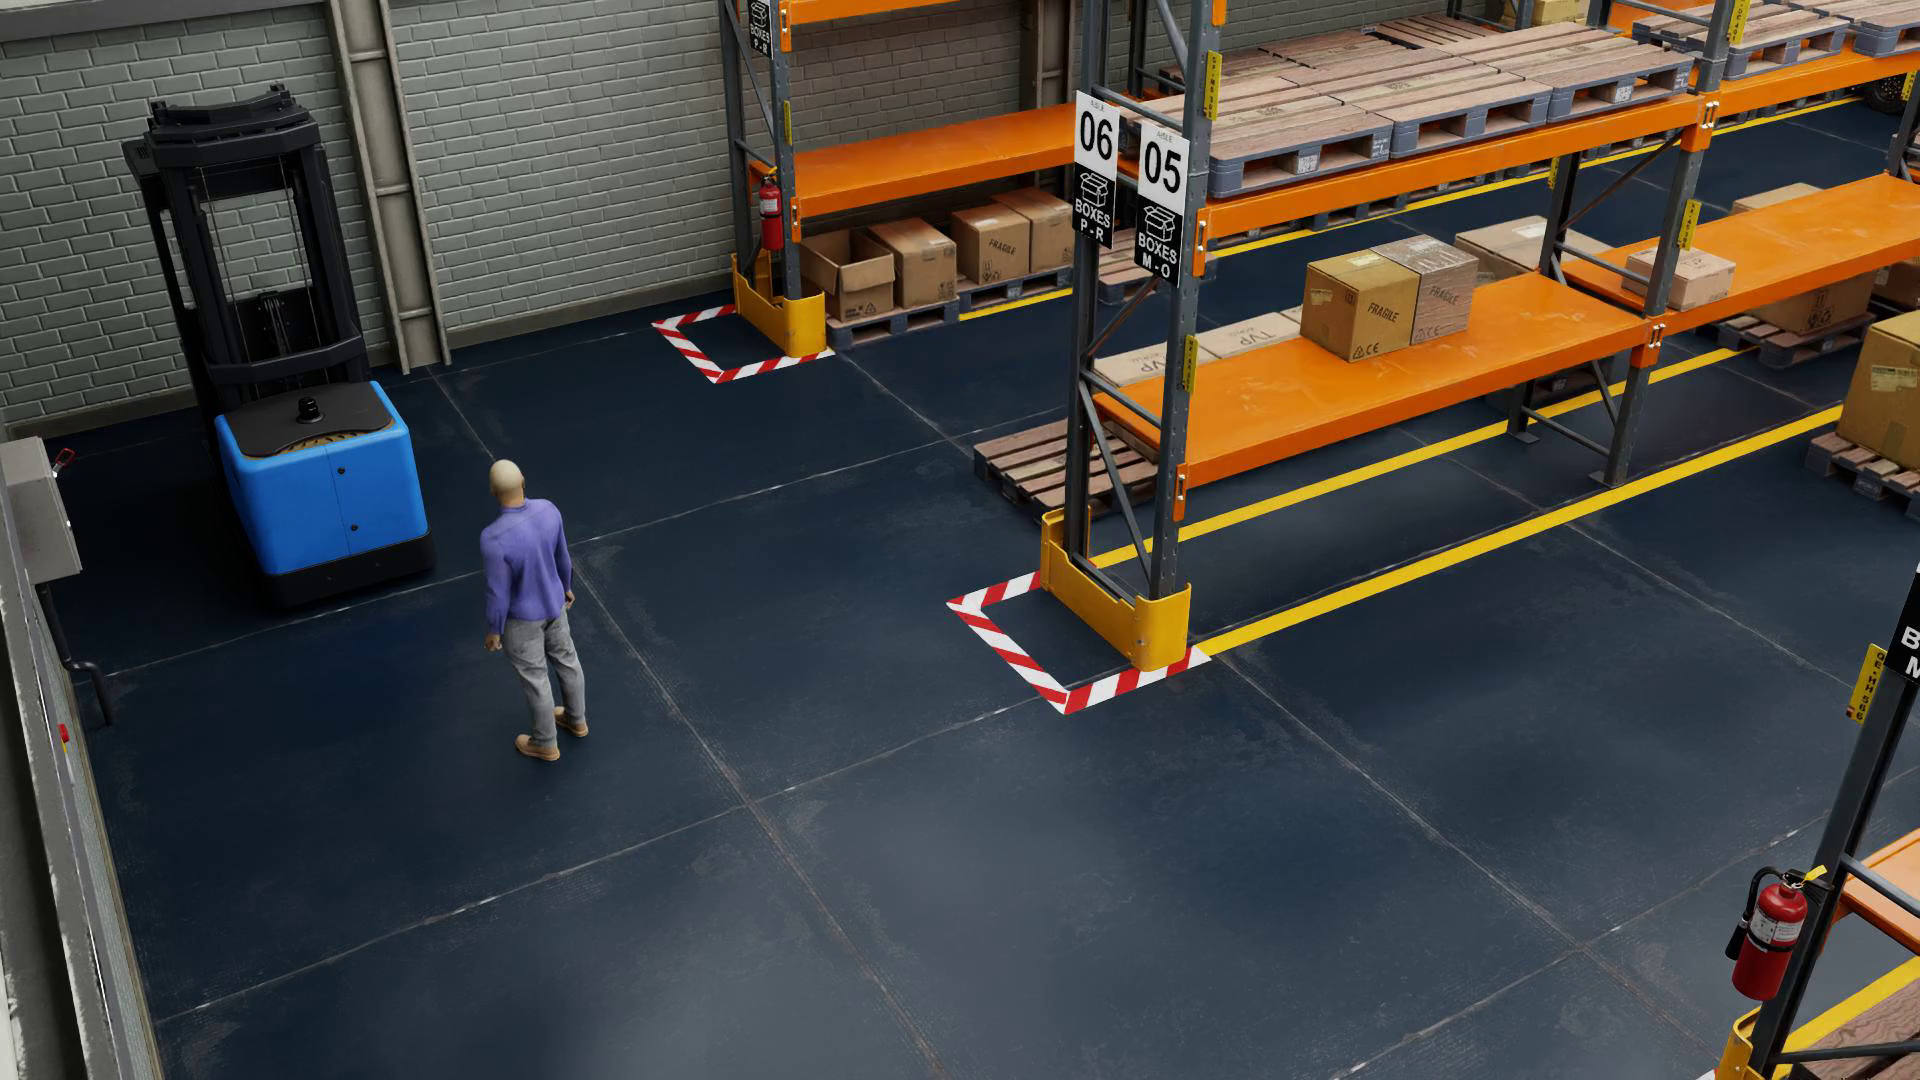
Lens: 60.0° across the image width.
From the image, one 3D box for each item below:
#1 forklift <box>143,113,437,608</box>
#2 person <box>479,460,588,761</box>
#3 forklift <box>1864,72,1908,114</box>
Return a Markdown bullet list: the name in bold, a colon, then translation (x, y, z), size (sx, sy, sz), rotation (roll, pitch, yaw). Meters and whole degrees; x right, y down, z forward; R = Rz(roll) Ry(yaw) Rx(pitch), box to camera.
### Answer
- **forklift**: translation (-4.289, -1.259, 10.509), size (1.129, 2.768, 1.873), rotation (-17, 36, -26)
- **person**: translation (-2.268, 0.386, 8.865), size (0.395, 1.797, 0.587), rotation (20, 37, 29)
- **forklift**: translation (11.468, -5.645, 18.244), size (1.214, 2.155, 2.313), rotation (-17, 36, -26)
